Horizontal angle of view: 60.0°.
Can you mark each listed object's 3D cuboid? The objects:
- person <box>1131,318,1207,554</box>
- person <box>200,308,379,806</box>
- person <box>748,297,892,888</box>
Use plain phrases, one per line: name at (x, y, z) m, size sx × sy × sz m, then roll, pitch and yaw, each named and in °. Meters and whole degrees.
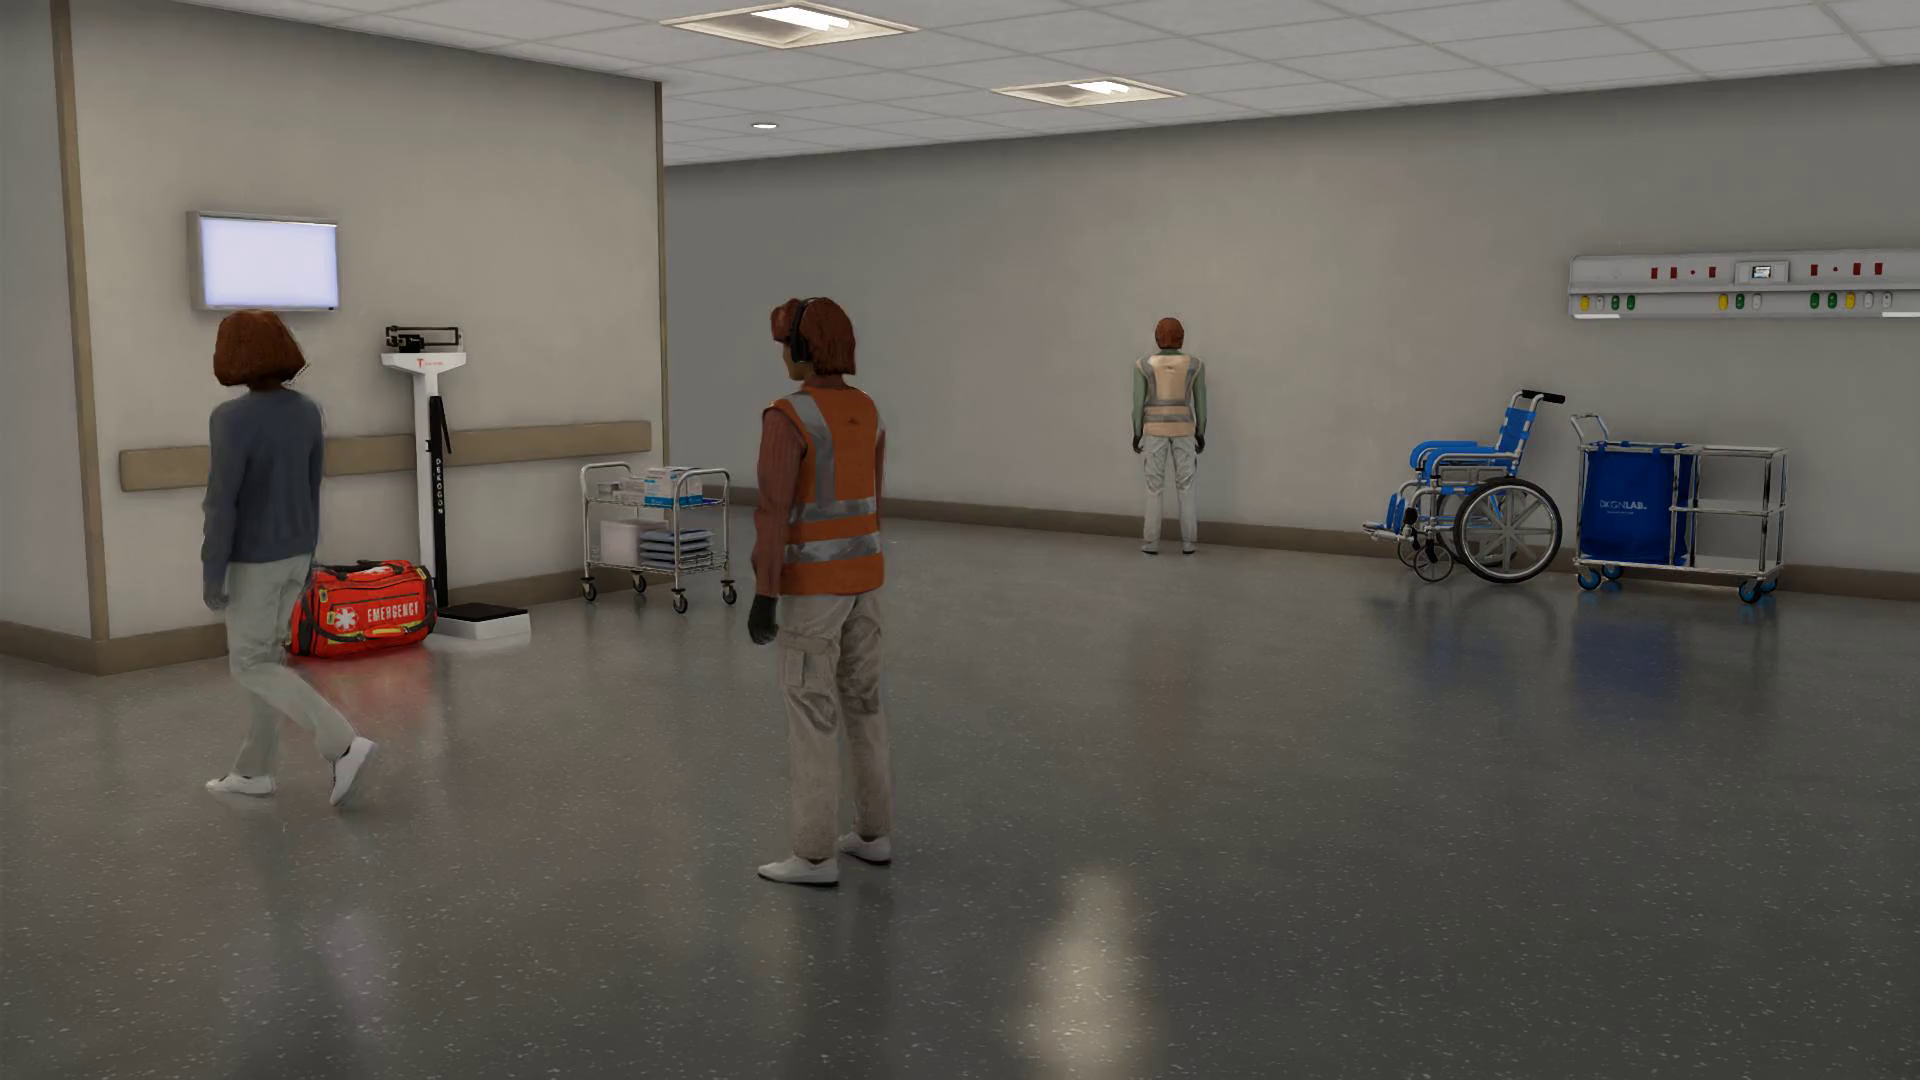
person at (1.443, -0.712, 11.486) m, size 0.523 × 1.636 × 0.310 m, roll 0°, pitch 7°, yaw 0°
person at (-2.186, 0.068, 5.325) m, size 0.626 × 1.617 × 0.517 m, roll 2°, pitch 7°, yaw 13°
person at (-0.380, 0.144, 4.646) m, size 0.318 × 1.628 × 0.544 m, roll 4°, pitch 8°, yaw 29°
